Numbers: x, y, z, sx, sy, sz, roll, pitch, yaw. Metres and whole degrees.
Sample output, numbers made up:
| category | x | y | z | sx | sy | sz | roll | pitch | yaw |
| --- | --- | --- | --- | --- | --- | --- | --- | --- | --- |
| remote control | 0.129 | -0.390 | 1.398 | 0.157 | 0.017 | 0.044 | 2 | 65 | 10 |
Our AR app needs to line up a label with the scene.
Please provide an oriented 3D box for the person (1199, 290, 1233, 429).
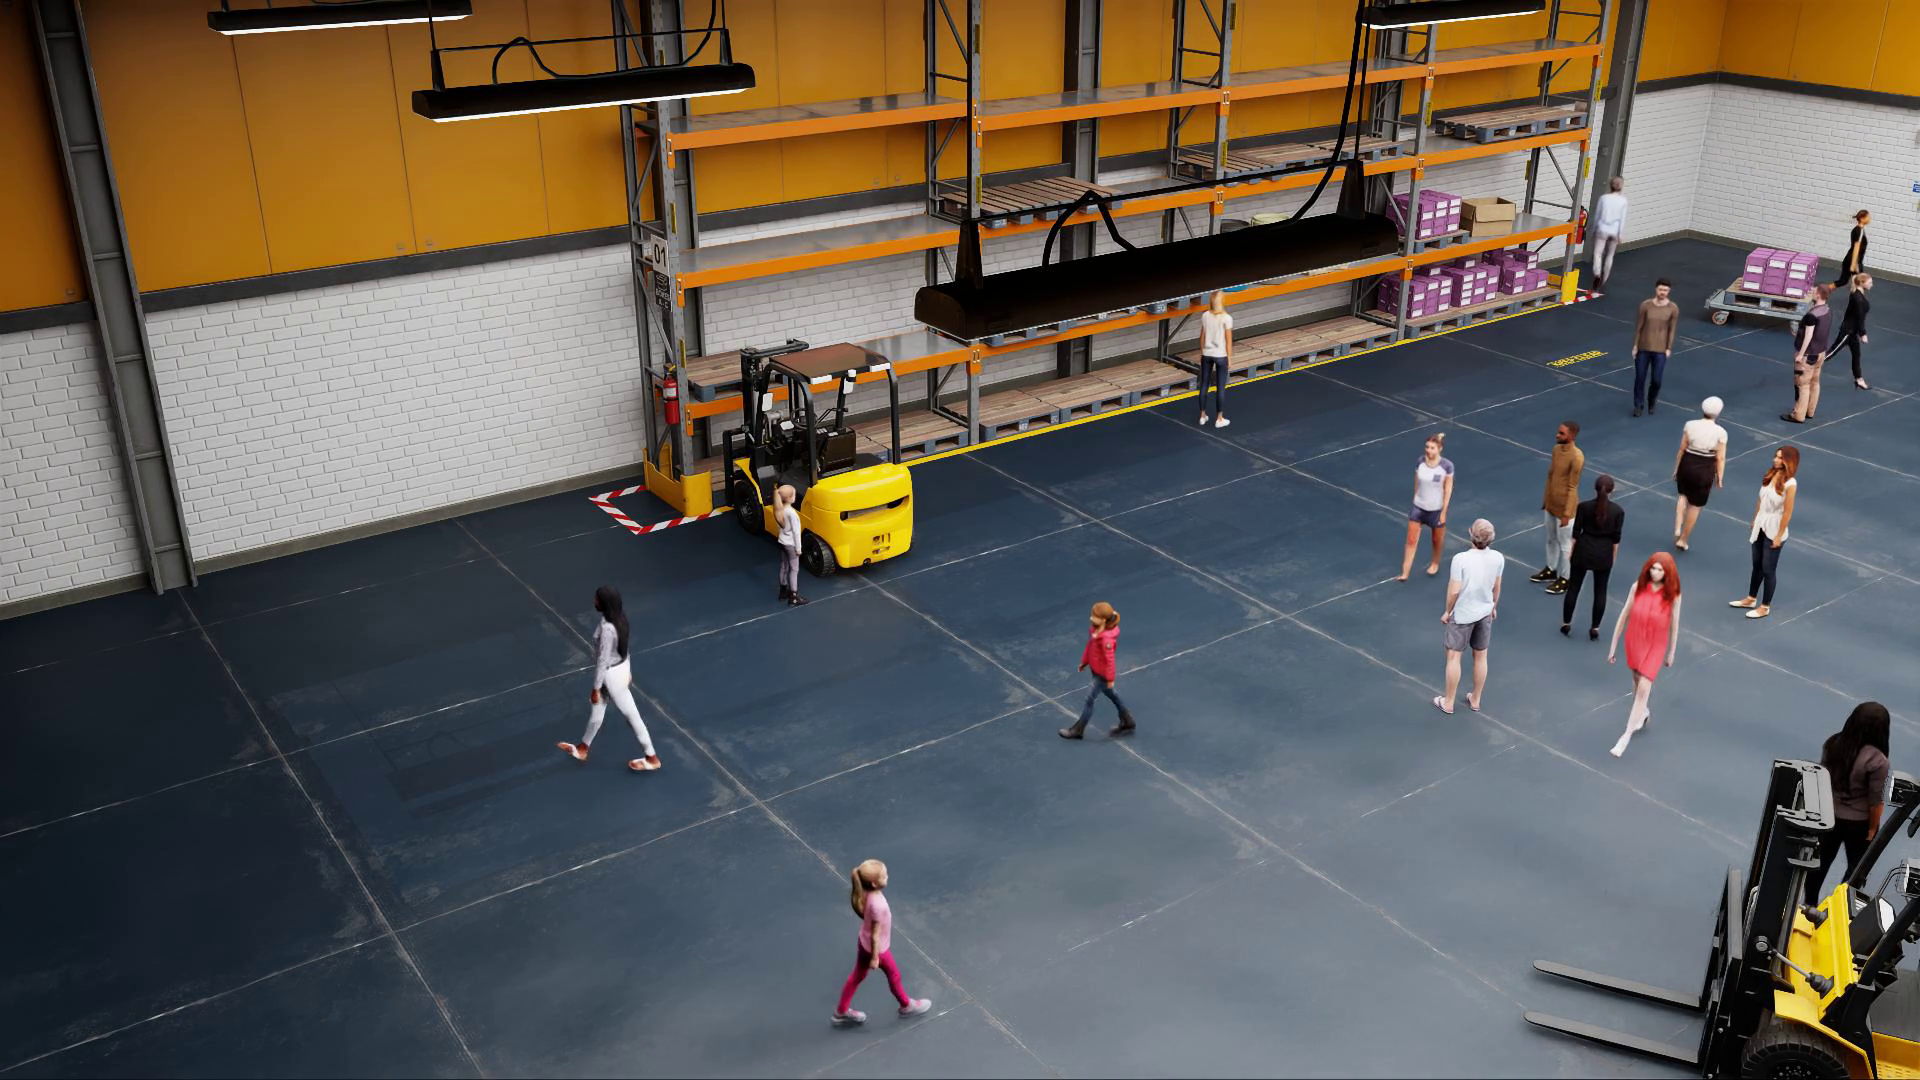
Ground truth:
| category | x | y | z | sx | sy | sz | roll | pitch | yaw |
| --- | --- | --- | --- | --- | --- | --- | --- | --- | --- |
| person | 3.308 | -2.358 | 21.588 | 0.653 | 1.809 | 0.626 | 15 | 28 | 31 |

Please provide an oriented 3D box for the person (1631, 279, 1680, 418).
| category | x | y | z | sx | sy | sz | roll | pitch | yaw |
| --- | --- | --- | --- | --- | --- | --- | --- | --- | --- |
| person | 9.135 | -2.552 | 21.947 | 0.776 | 1.877 | 0.806 | 11 | 26 | 24 |

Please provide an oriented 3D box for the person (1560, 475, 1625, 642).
| category | x | y | z | sx | sy | sz | roll | pitch | yaw |
| --- | --- | --- | --- | --- | --- | --- | --- | --- | --- |
| person | 6.082 | 0.172 | 15.994 | 0.686 | 1.655 | 0.710 | 10 | 25 | 21 |

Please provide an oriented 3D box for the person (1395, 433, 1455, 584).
| category | x | y | z | sx | sy | sz | roll | pitch | yaw |
| --- | --- | --- | --- | --- | --- | --- | --- | --- | --- |
| person | 4.906 | -0.328 | 17.239 | 0.805 | 1.573 | 1.067 | 16 | 28 | 31 |

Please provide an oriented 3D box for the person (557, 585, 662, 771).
| category | x | y | z | sx | sy | sz | roll | pitch | yaw |
| --- | --- | --- | --- | --- | --- | --- | --- | --- | --- |
| person | -2.744 | 1.171 | 13.673 | 1.190 | 1.683 | 1.050 | 1 | 24 | 2 |

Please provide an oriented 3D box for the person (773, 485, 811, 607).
| category | x | y | z | sx | sy | sz | roll | pitch | yaw |
| --- | --- | --- | --- | --- | --- | --- | --- | --- | --- |
| person | -1.731 | 0.037 | 16.772 | 0.497 | 1.279 | 0.500 | -18 | 29 | -35 |

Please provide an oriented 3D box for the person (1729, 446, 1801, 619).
| category | x | y | z | sx | sy | sz | roll | pitch | yaw |
| --- | --- | --- | --- | --- | --- | --- | --- | --- | --- |
| person | 8.019 | -0.090 | 16.431 | 0.673 | 1.784 | 0.673 | -3 | 24 | -6 |

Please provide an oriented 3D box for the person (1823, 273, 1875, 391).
| category | x | y | z | sx | sy | sz | roll | pitch | yaw |
| --- | --- | --- | --- | --- | --- | --- | --- | --- | --- |
| person | 12.100 | -2.825 | 22.856 | 1.053 | 1.650 | 1.157 | 10 | 25 | 21 |

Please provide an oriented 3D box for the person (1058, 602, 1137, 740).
| category | x | y | z | sx | sy | sz | roll | pitch | yaw |
| --- | --- | --- | --- | --- | --- | --- | --- | --- | --- |
| person | 1.281 | 1.124 | 14.276 | 0.983 | 1.286 | 0.786 | -3 | 24 | -6 |

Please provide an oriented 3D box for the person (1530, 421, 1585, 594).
| category | x | y | z | sx | sy | sz | roll | pitch | yaw |
| --- | --- | --- | --- | --- | --- | --- | --- | --- | --- |
| person | 6.166 | -0.360 | 17.013 | 0.655 | 1.812 | 0.686 | -6 | 24 | -14 |

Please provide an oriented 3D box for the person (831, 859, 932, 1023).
| category | x | y | z | sx | sy | sz | roll | pitch | yaw |
| --- | --- | --- | --- | --- | --- | --- | --- | --- | --- |
| person | -0.620 | 2.645 | 10.849 | 0.946 | 1.243 | 0.672 | -7 | 25 | -15 |

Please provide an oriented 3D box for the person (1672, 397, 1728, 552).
| category | x | y | z | sx | sy | sz | roll | pitch | yaw |
| --- | --- | --- | --- | --- | --- | --- | --- | --- | --- |
| person | 7.847 | -0.669 | 17.810 | 0.706 | 1.741 | 0.726 | 21 | 31 | 39 |

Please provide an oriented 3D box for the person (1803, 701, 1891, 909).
| category | x | y | z | sx | sy | sz | roll | pitch | yaw |
| --- | --- | --- | --- | --- | --- | --- | --- | --- | --- |
| person | 6.175 | 1.957 | 11.682 | 0.609 | 1.838 | 0.656 | -13 | 27 | -27 |

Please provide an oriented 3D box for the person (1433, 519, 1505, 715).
| category | x | y | z | sx | sy | sz | roll | pitch | yaw |
| --- | --- | --- | --- | --- | --- | --- | --- | --- | --- |
| person | 4.499 | 0.668 | 14.638 | 0.664 | 1.832 | 0.792 | -3 | 24 | -7 |

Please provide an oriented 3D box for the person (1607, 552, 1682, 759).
| category | x | y | z | sx | sy | sz | roll | pitch | yaw |
| --- | --- | --- | --- | --- | --- | --- | --- | --- | --- |
| person | 5.846 | 0.920 | 14.139 | 0.809 | 1.769 | 1.215 | 19 | 30 | 37 |

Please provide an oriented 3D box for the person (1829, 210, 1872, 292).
| category | x | y | z | sx | sy | sz | roll | pitch | yaw |
| --- | --- | --- | --- | --- | --- | --- | --- | --- | --- |
| person | 14.186 | -4.446 | 26.576 | 1.041 | 1.641 | 1.062 | 8 | 25 | 17 |

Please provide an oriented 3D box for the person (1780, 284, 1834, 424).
| category | x | y | z | sx | sy | sz | roll | pitch | yaw |
| --- | --- | --- | --- | --- | --- | --- | --- | --- | --- |
| person | 11.149 | -2.455 | 21.770 | 0.526 | 1.841 | 0.744 | -17 | 29 | -34 |

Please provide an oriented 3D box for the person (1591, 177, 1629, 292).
| category | x | y | z | sx | sy | sz | roll | pitch | yaw |
| --- | --- | --- | --- | --- | --- | --- | --- | --- | --- |
| person | 10.790 | -5.081 | 27.748 | 1.100 | 1.864 | 1.247 | 8 | 25 | 17 |
